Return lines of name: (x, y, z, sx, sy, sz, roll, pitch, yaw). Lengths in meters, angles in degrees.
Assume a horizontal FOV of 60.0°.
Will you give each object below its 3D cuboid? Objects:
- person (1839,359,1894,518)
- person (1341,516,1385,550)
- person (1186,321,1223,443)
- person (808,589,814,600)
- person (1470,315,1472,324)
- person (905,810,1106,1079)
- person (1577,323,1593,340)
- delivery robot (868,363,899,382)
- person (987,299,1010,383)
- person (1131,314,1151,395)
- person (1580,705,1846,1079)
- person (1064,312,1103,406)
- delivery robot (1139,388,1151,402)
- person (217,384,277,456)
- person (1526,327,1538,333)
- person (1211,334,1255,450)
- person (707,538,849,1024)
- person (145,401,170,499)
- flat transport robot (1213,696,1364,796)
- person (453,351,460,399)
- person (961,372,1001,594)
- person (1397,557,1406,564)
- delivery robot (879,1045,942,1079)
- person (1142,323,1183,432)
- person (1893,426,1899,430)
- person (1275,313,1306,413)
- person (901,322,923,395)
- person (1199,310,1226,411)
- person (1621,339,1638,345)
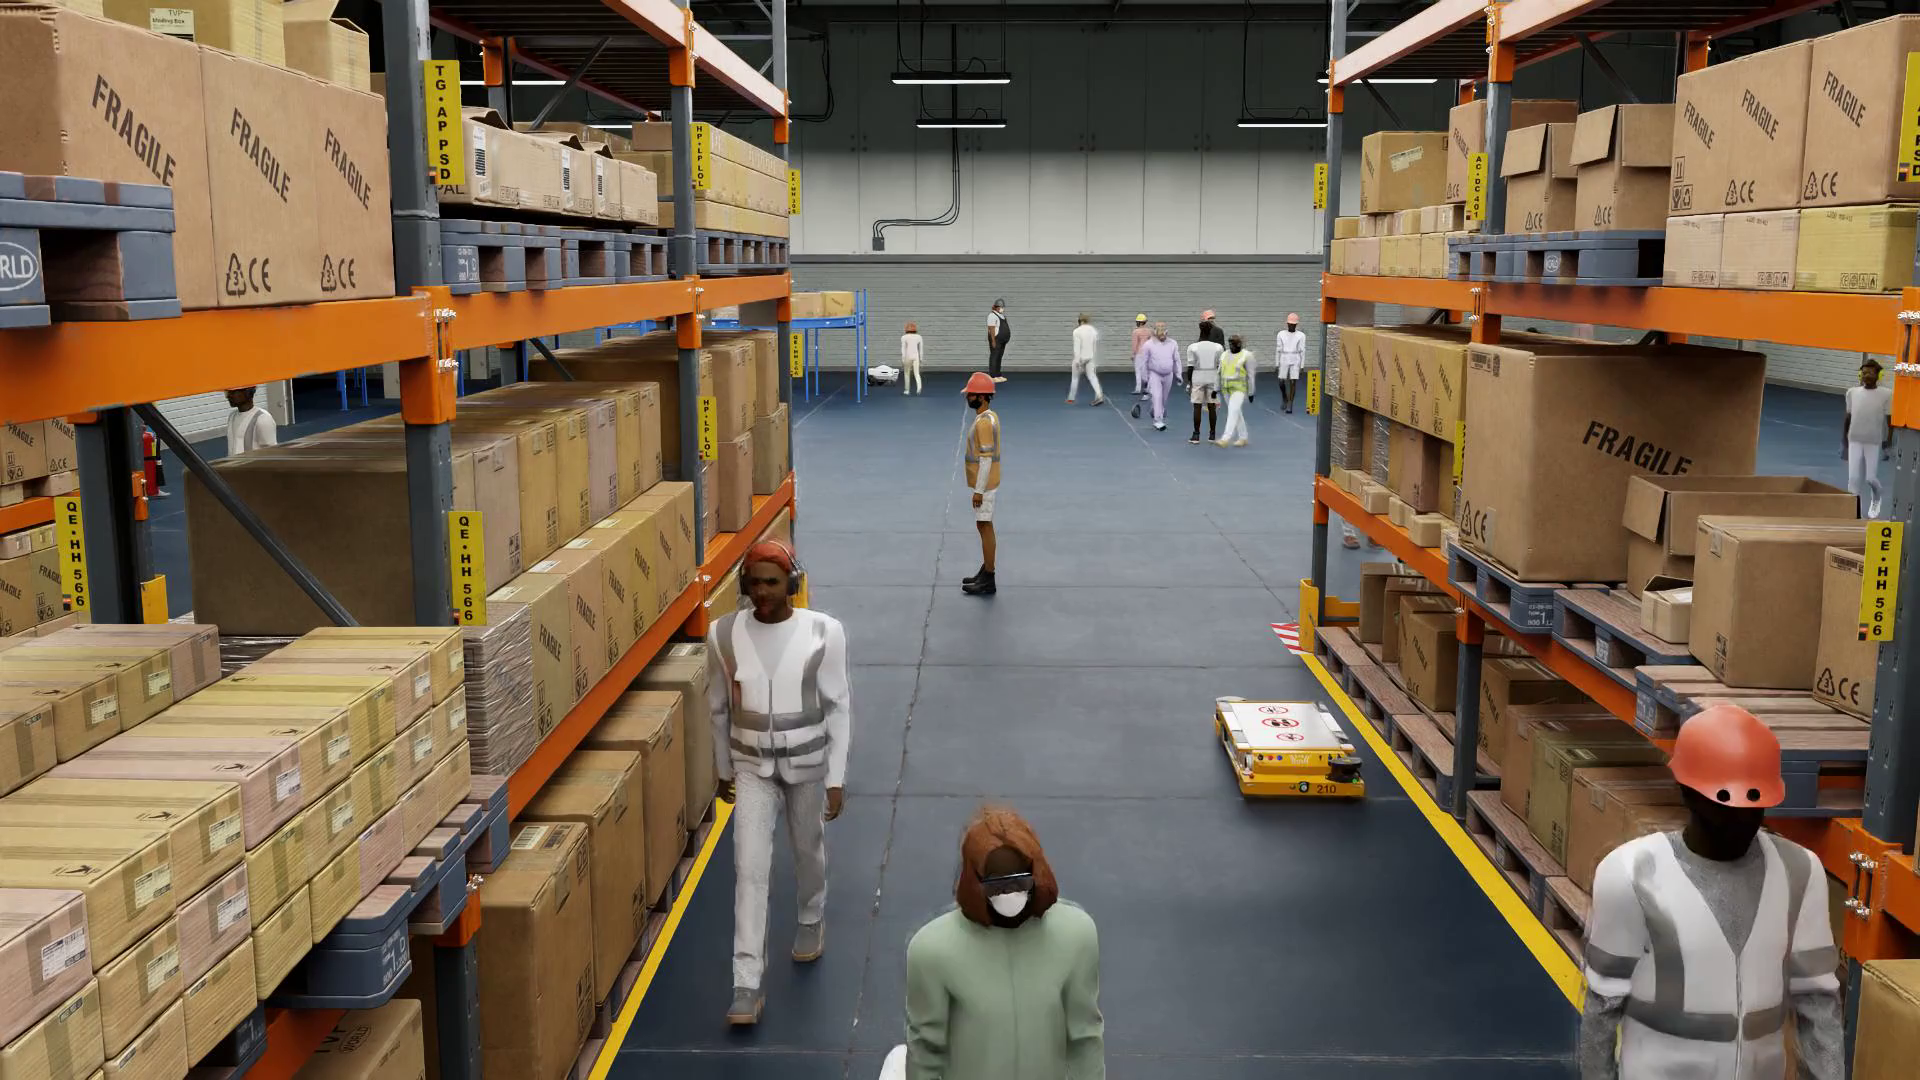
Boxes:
person: (10.022, -1.080, 18.386, 0.517, 1.854, 0.649, 9, 13, 42)
person: (4.062, -0.840, 16.766, 0.639, 1.913, 0.763, -1, 10, -6)
person: (3.936, -2.543, 26.800, 0.609, 1.965, 0.364, -1, 10, -8)
person: (-1.561, -0.298, 13.712, 0.783, 1.863, 0.583, 4, 10, 23)
person: (12.462, -4.635, 40.313, 0.315, 1.639, 0.515, -1, 10, -5)
person: (0.090, 1.419, 4.218, 0.504, 1.603, 0.782, -3, 10, -20)
person: (15.432, -4.836, 41.238, 0.790, 1.742, 0.532, -3, 10, -16)
delivery robot: (-1.807, -3.936, 39.213, 0.707, 0.478, 0.477, 5, 11, 27)
person: (0.966, -4.858, 40.569, 0.536, 2.000, 0.672, 4, 10, 23)
person: (3.992, -4.102, 36.735, 0.544, 1.767, 0.321, -7, 12, -34)
person: (1.787, 1.317, 3.916, 0.549, 1.883, 0.985, -1, 10, -5)
person: (2.564, -3.687, 33.895, 0.649, 1.897, 1.015, -7, 12, -37)
delivery robot: (3.609, -2.745, 31.298, 0.335, 0.223, 0.698, 7, 12, 34)
person: (-5.975, -0.437, 13.960, 0.616, 2.039, 0.389, 7, 12, 37)
person: (11.010, -3.259, 31.967, 0.535, 1.670, 0.780, 1, 9, 4)
person: (4.296, -2.340, 26.136, 0.976, 1.794, 0.627, -7, 12, -37)
person: (-0.719, 0.897, 6.614, 0.581, 1.837, 0.986, 1, 9, 3)
person: (-10.100, -1.428, 20.480, 0.571, 1.844, 0.376, 4, 10, 20)
flat transport robot: (1.888, 1.179, 9.698, 0.652, 0.197, 1.431, 0, 9, 2)
person: (-6.967, -1.777, 22.438, 0.971, 1.875, 0.631, 8, 12, 38)
person: (0.185, -0.509, 14.694, 0.349, 1.942, 0.543, 1, 9, 3)
person: (3.758, -0.155, 13.329, 0.552, 1.678, 0.354, -7, 12, -36)
delivery robot: (-0.101, 1.774, 5.008, 0.477, 0.478, 0.707, 1, 10, 6)
person: (3.500, -2.817, 28.767, 0.655, 1.854, 0.985, -2, 10, -13)
person: (12.080, -1.519, 20.976, 0.641, 1.869, 0.873, -2, 10, -11)
person: (6.393, -3.423, 32.176, 0.578, 1.925, 0.401, 3, 10, 17)
person: (-1.038, -3.977, 36.475, 0.510, 1.604, 0.774, -4, 10, -20)
person: (4.927, -3.541, 32.767, 0.692, 1.976, 0.427, -8, 12, -40)
person: (9.213, -1.843, 22.965, 0.329, 1.844, 0.516, 8, 13, 41)
